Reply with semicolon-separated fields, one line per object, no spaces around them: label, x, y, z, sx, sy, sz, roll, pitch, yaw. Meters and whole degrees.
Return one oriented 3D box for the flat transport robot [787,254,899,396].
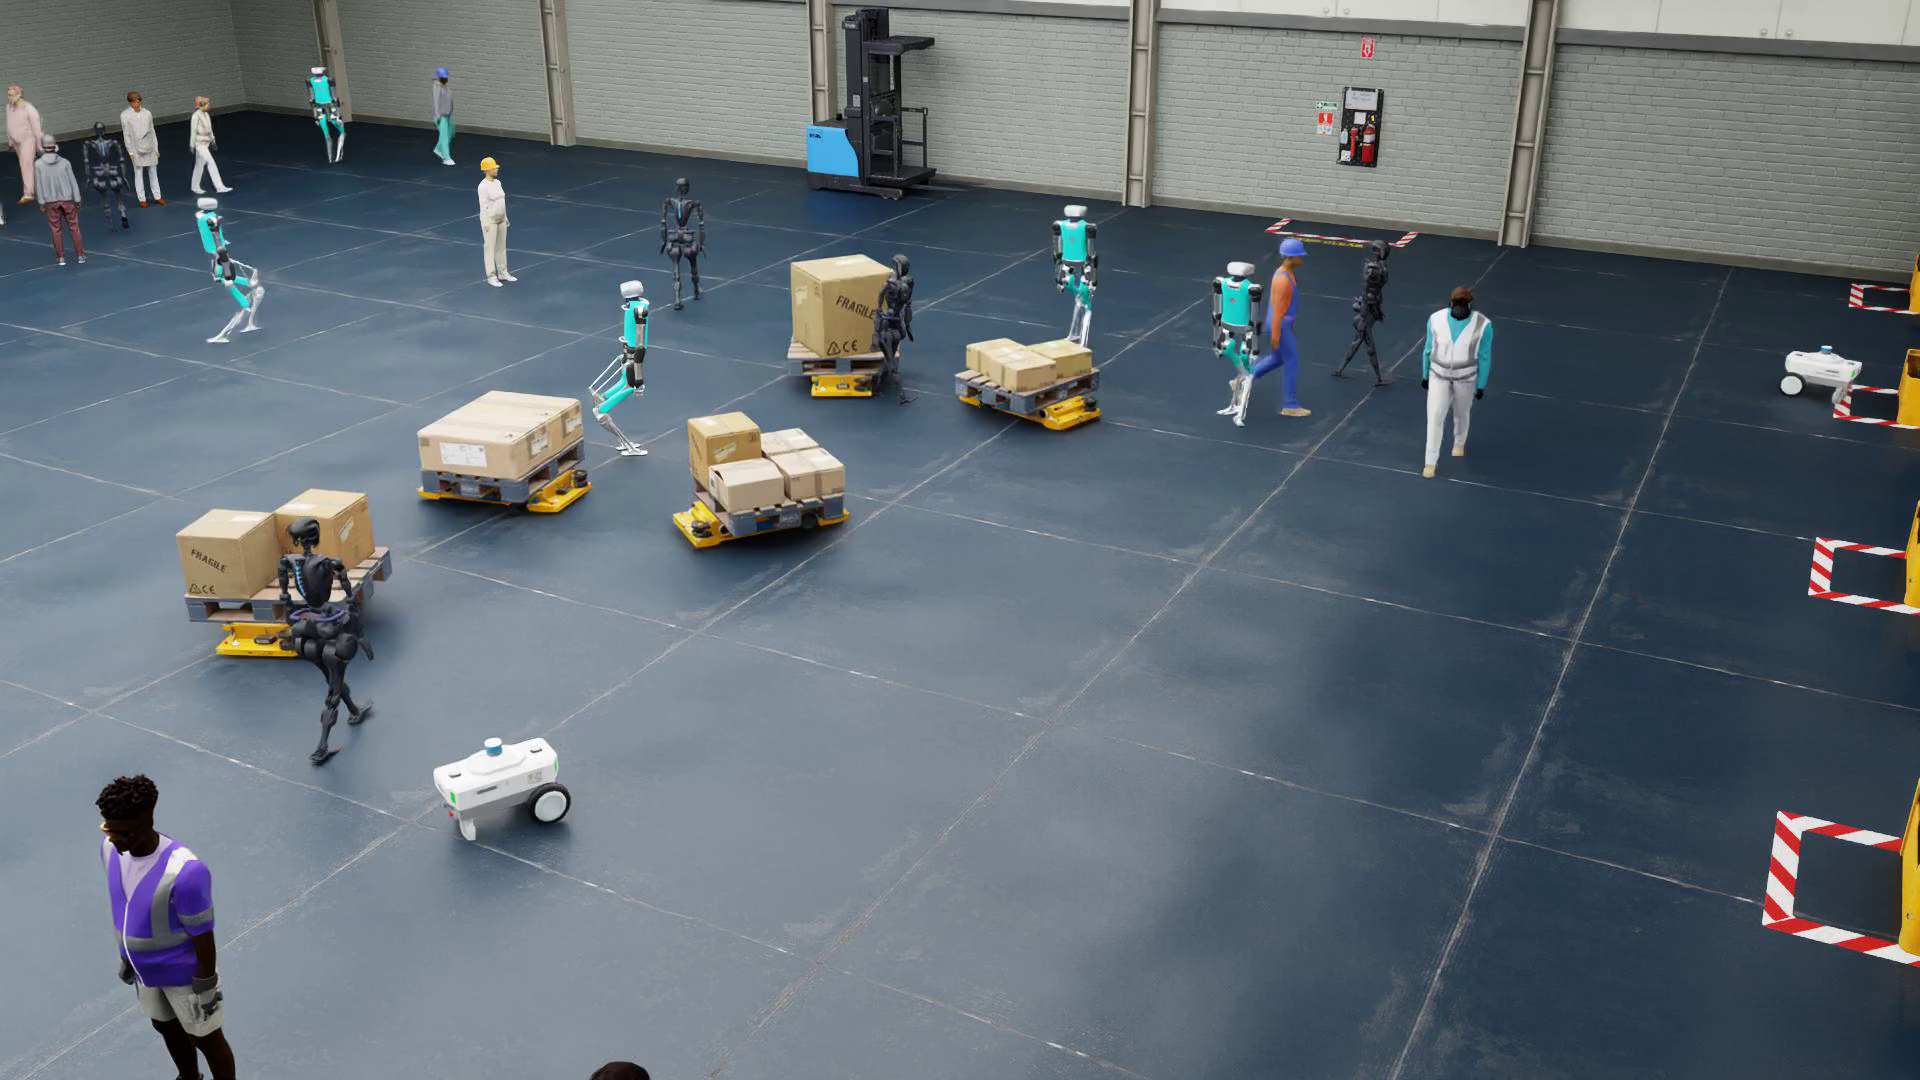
flat transport robot;-1.278;-1.897;18.579;0.659;0.231;1.431;-1;23;-1

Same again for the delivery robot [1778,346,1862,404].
delivery robot;9.307;-1.808;18.000;0.744;0.587;0.525;16;28;33

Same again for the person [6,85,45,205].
person;-15.295;-6.511;27.284;0.640;1.879;0.857;13;27;28

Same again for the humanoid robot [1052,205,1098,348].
humanoid robot;1.426;-3.103;19.516;0.540;1.768;0.846;9;25;20

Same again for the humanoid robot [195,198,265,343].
humanoid robot;-8.632;-3.202;19.760;0.919;1.767;0.544;-18;29;-36

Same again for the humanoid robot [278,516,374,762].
humanoid robot;-4.207;0.602;11.034;0.602;1.621;0.789;6;24;14

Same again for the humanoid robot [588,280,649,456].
humanoid robot;-3.296;-1.620;15.904;0.735;1.677;0.533;-8;25;-19

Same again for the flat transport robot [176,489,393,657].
flat transport robot;-5.164;0.516;12.962;0.659;0.231;1.431;1;23;3

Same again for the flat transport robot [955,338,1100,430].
flat transport robot;0.725;-1.473;17.591;1.431;0.231;0.659;21;31;40

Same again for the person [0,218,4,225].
person;-15.256;-5.710;25.465;0.846;1.843;0.520;0;23;1

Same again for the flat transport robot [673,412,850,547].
flat transport robot;-1.734;-0.224;14.685;1.431;0.231;0.659;-11;26;-24

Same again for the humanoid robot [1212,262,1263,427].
humanoid robot;2.927;-2.038;17.043;0.586;1.773;0.890;16;28;33

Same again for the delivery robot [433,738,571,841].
delivery robot;-2.829;1.508;10.310;0.782;0.611;0.510;-15;28;-32

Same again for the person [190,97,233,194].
person;-12.620;-6.580;27.785;0.808;1.596;0.534;-2;23;-5

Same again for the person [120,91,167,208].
person;-13.218;-6.317;26.895;0.502;1.830;0.364;-21;31;-40

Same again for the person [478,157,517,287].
person;-6.241;-4.268;22.284;0.315;1.701;0.468;9;25;19

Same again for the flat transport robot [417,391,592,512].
flat transport robot;-4.193;-0.515;15.362;1.431;0.231;0.659;7;24;15

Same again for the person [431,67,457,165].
person;-9.420;-7.704;30.223;0.588;1.754;0.562;5;24;10

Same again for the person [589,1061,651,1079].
person;-1.175;2.646;5.914;0.392;1.919;0.590;-3;23;-7

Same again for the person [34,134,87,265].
person;-12.649;-4.783;23.353;0.548;1.806;0.380;-13;26;-27

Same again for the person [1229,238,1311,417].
person;3.279;-2.226;17.315;0.811;1.885;0.517;5;24;11

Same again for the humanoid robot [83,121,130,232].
humanoid robot;-12.894;-5.468;25.113;0.609;1.646;0.433;-15;27;-30

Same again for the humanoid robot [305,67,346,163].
humanoid robot;-11.468;-7.690;30.340;0.540;1.892;0.728;0;23;1

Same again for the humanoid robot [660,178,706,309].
humanoid robot;-3.562;-3.828;21.350;0.611;1.626;0.771;1;23;3

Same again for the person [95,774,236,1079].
person;-3.598;1.918;7.565;0.604;1.961;0.373;12;26;25

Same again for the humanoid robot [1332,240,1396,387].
humanoid robot;4.510;-2.503;18.265;0.774;1.621;0.608;14;27;29

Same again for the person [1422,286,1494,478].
person;4.723;-1.562;15.869;0.636;1.797;0.971;10;25;22

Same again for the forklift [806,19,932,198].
forklift;-1.573;-7.292;27.850;1.873;2.768;1.129;12;26;25

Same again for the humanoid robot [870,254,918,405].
humanoid robot;-0.712;-2.243;17.658;0.739;1.613;0.609;17;29;34
